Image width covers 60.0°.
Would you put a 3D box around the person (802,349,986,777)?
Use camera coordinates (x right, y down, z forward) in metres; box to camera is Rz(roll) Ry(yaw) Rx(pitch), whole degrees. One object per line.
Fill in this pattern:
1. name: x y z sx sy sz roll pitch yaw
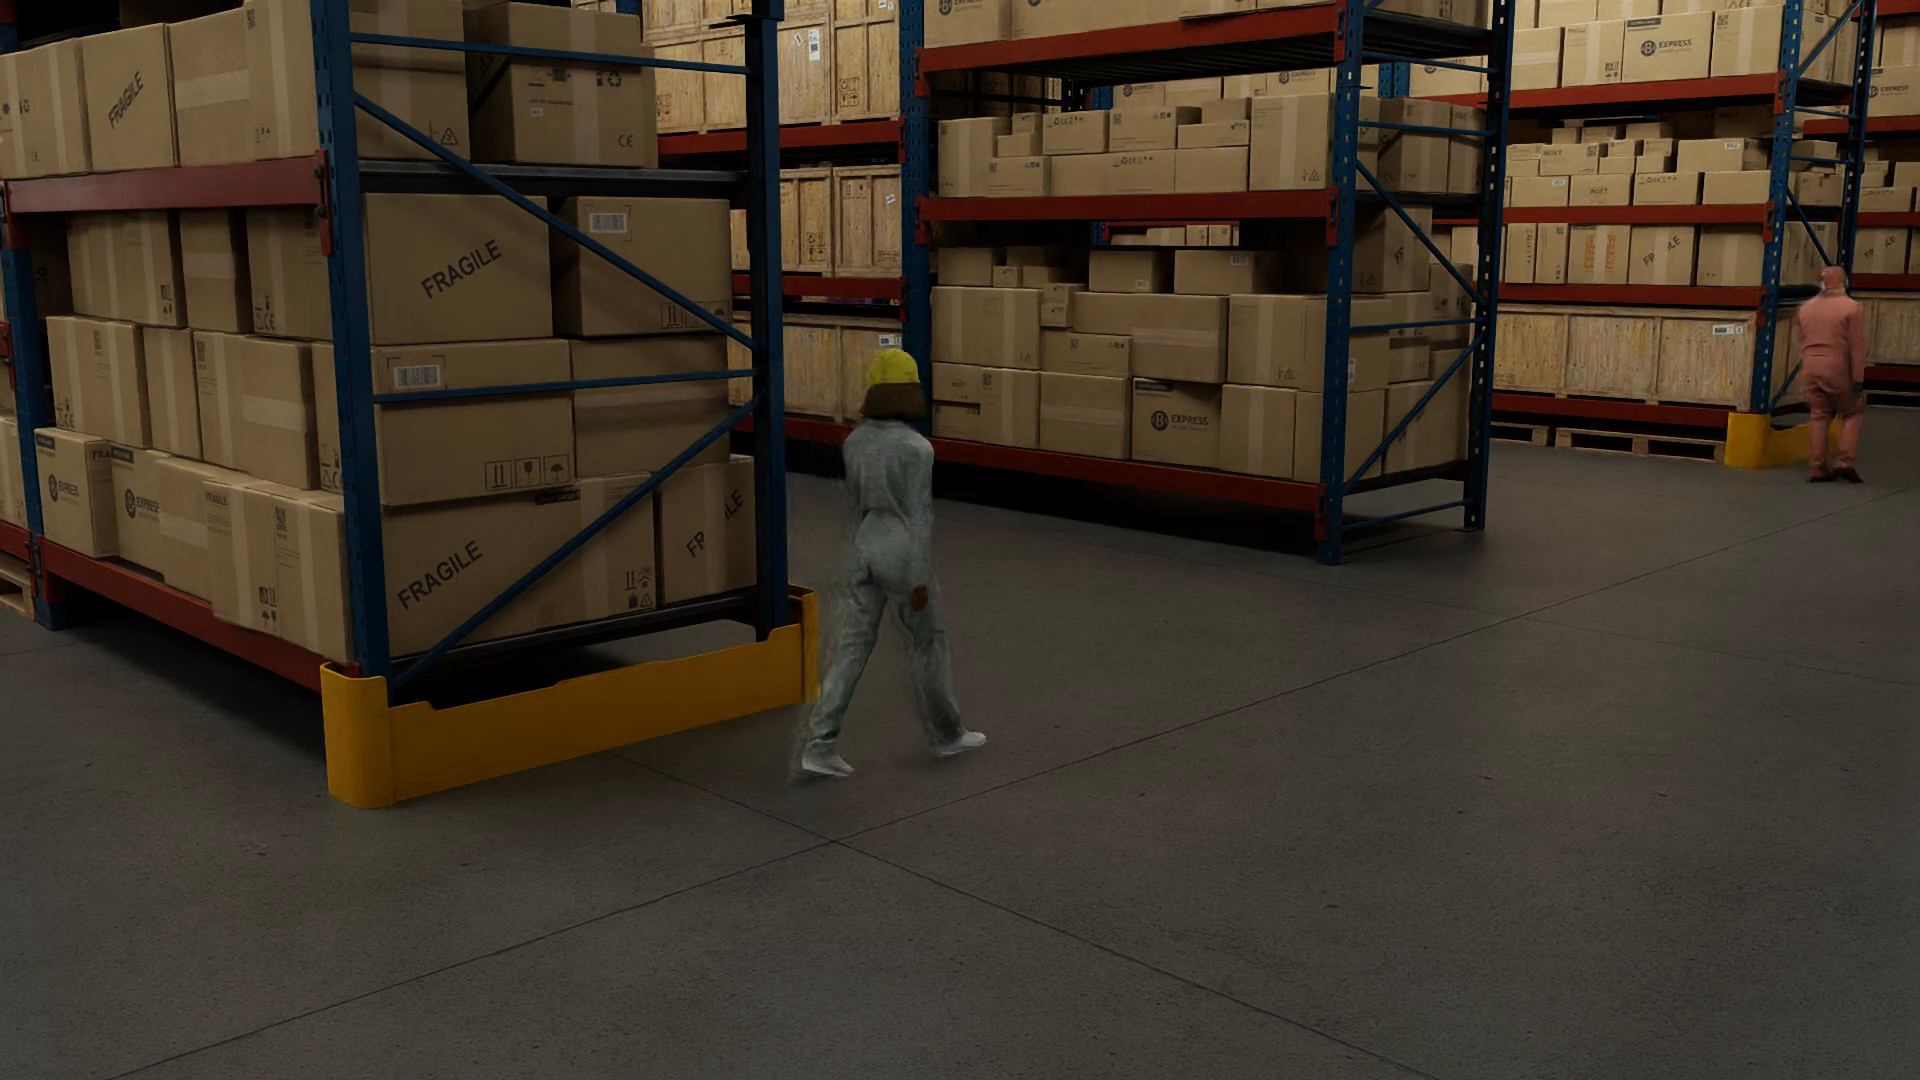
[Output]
1. person: -0.293 0.091 6.612 0.483 1.696 0.887 9 14 40

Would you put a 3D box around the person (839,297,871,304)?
1. person: -1.268 -2.326 19.273 0.491 1.886 0.645 -9 14 -40

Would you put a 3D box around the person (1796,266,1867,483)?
1. person: 7.557 -1.429 14.421 0.509 1.869 0.676 -5 12 -26
